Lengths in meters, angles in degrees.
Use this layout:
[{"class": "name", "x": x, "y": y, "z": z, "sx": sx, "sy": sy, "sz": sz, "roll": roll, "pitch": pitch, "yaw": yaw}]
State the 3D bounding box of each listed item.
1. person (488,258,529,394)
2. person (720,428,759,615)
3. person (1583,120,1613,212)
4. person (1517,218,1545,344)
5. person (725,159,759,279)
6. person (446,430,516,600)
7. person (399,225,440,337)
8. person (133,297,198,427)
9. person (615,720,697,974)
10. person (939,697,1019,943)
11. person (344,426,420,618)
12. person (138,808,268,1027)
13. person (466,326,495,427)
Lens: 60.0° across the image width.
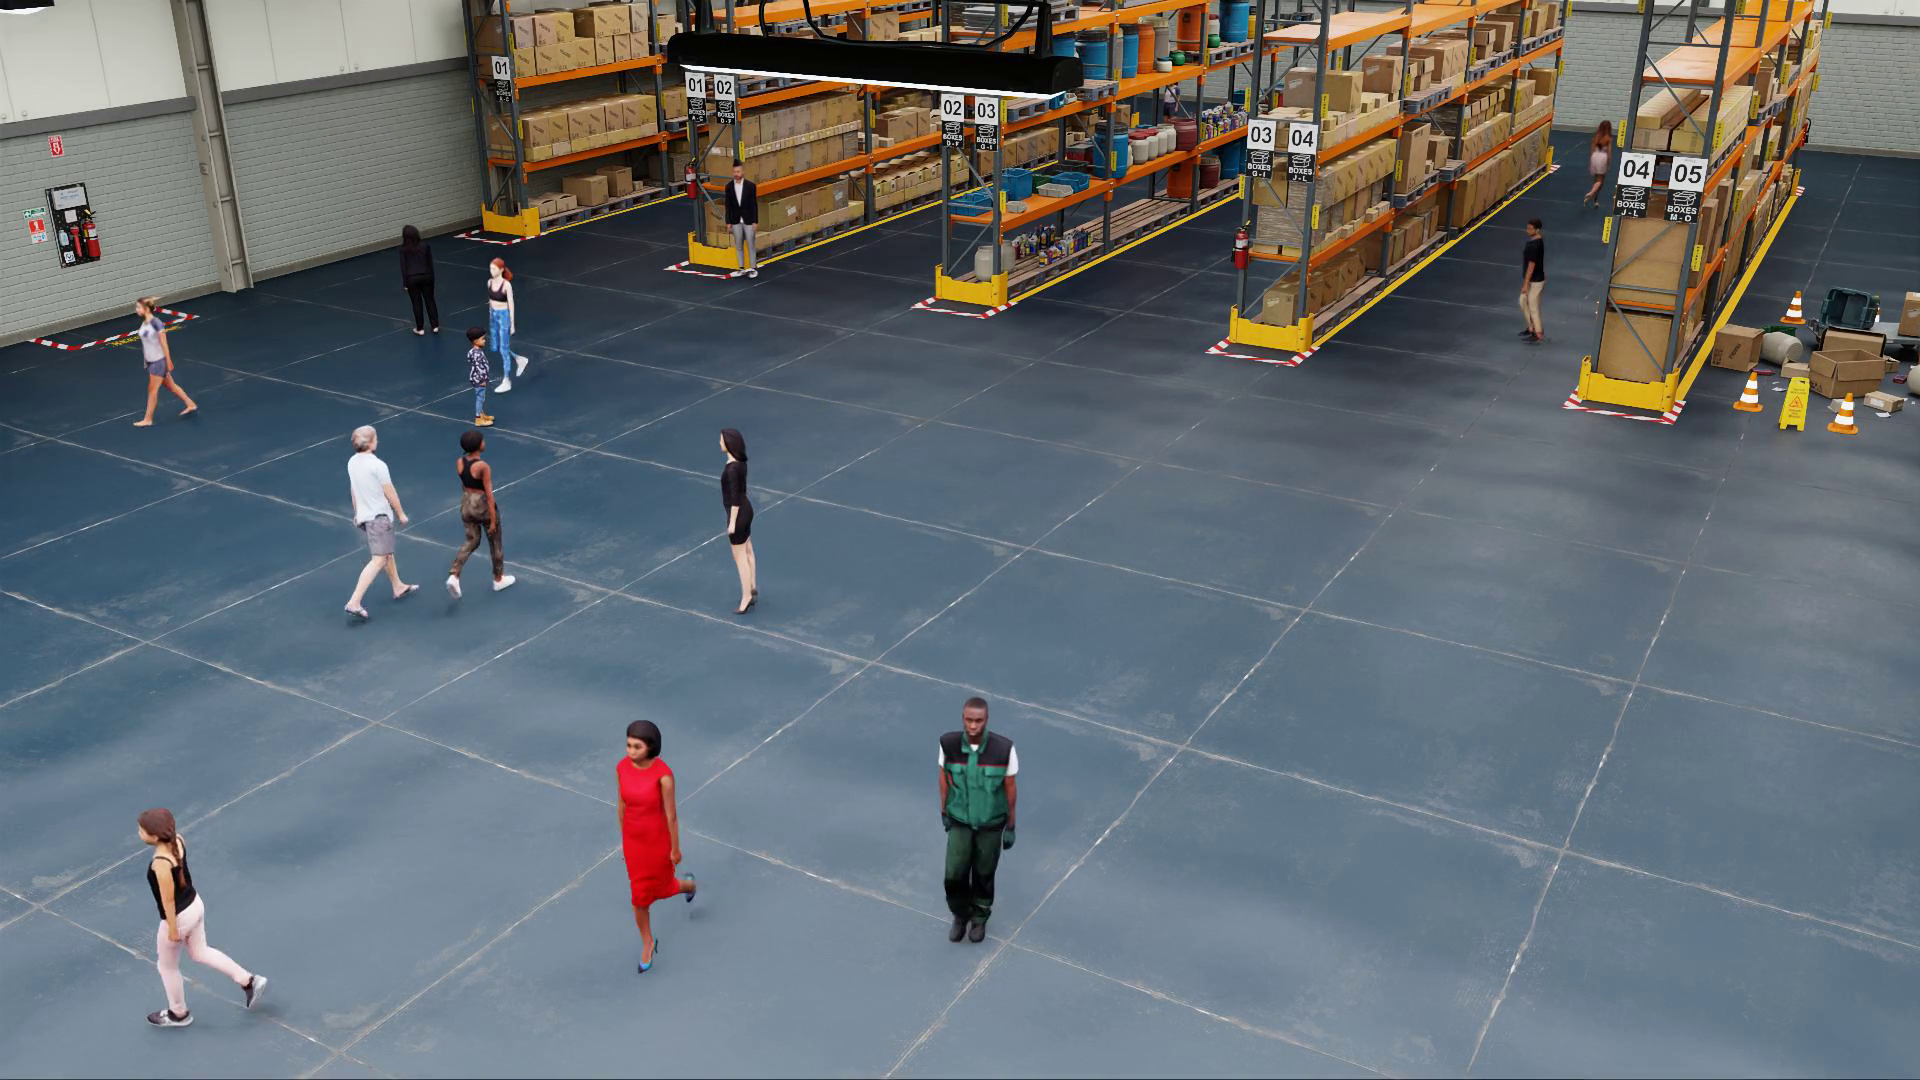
[{"class": "person", "x": -5.979, "y": -2.858, "z": 21.947, "sx": 0.595, "sy": 1.775, "sz": 0.871, "roll": 14, "pitch": 27, "yaw": 30}, {"class": "person", "x": -2.074, "y": -0.184, "z": 15.624, "sx": 0.727, "sy": 1.802, "sz": 0.572, "roll": 3, "pitch": 23, "yaw": 7}, {"class": "person", "x": 12.363, "y": -7.222, "z": 32.240, "sx": 0.683, "sy": 1.749, "sz": 1.016, "roll": 19, "pitch": 29, "yaw": 37}, {"class": "person", "x": 8.316, "y": -3.717, "z": 23.917, "sx": 0.817, "sy": 1.813, "sz": 0.714, "roll": 10, "pitch": 25, "yaw": 22}, {"class": "person", "x": -3.587, "y": -5.334, "z": 27.542, "sx": 0.796, "sy": 1.952, "sz": 0.759, "roll": 3, "pitch": 23, "yaw": 7}, {"class": "person", "x": -4.656, "y": -0.221, "z": 15.866, "sx": 0.615, "sy": 1.680, "sz": 1.039, "roll": 11, "pitch": 25, "yaw": 25}, {"class": "person", "x": -7.938, "y": -3.817, "z": 24.410, "sx": 0.698, "sy": 1.611, "sz": 0.797, "roll": -16, "pitch": 28, "yaw": -32}, {"class": "person", "x": -9.917, "y": -2.232, "z": 20.724, "sx": 1.104, "sy": 1.578, "sz": 0.775, "roll": -21, "pitch": 31, "yaw": -40}, {"class": "person", "x": -1.966, "y": 1.925, "z": 10.763, "sx": 0.694, "sy": 1.725, "sz": 0.999, "roll": 8, "pitch": 24, "yaw": 17}, {"class": "person", "x": 0.122, "y": 1.798, "z": 10.932, "sx": 0.790, "sy": 1.825, "sz": 0.807, "roll": 2, "pitch": 23, "yaw": 6}, {"class": "person", "x": -5.531, "y": -0.146, "z": 15.534, "sx": 0.740, "sy": 1.802, "sz": 1.146, "roll": 18, "pitch": 29, "yaw": 35}, {"class": "person", "x": -4.681, "y": 2.288, "z": 10.138, "sx": 0.868, "sy": 1.546, "sz": 0.942, "roll": 0, "pitch": 23, "yaw": 0}, {"class": "person", "x": -5.992, "y": -2.045, "z": 20.705, "sx": 0.631, "sy": 1.250, "sz": 0.562, "roll": -4, "pitch": 23, "yaw": -9}]
